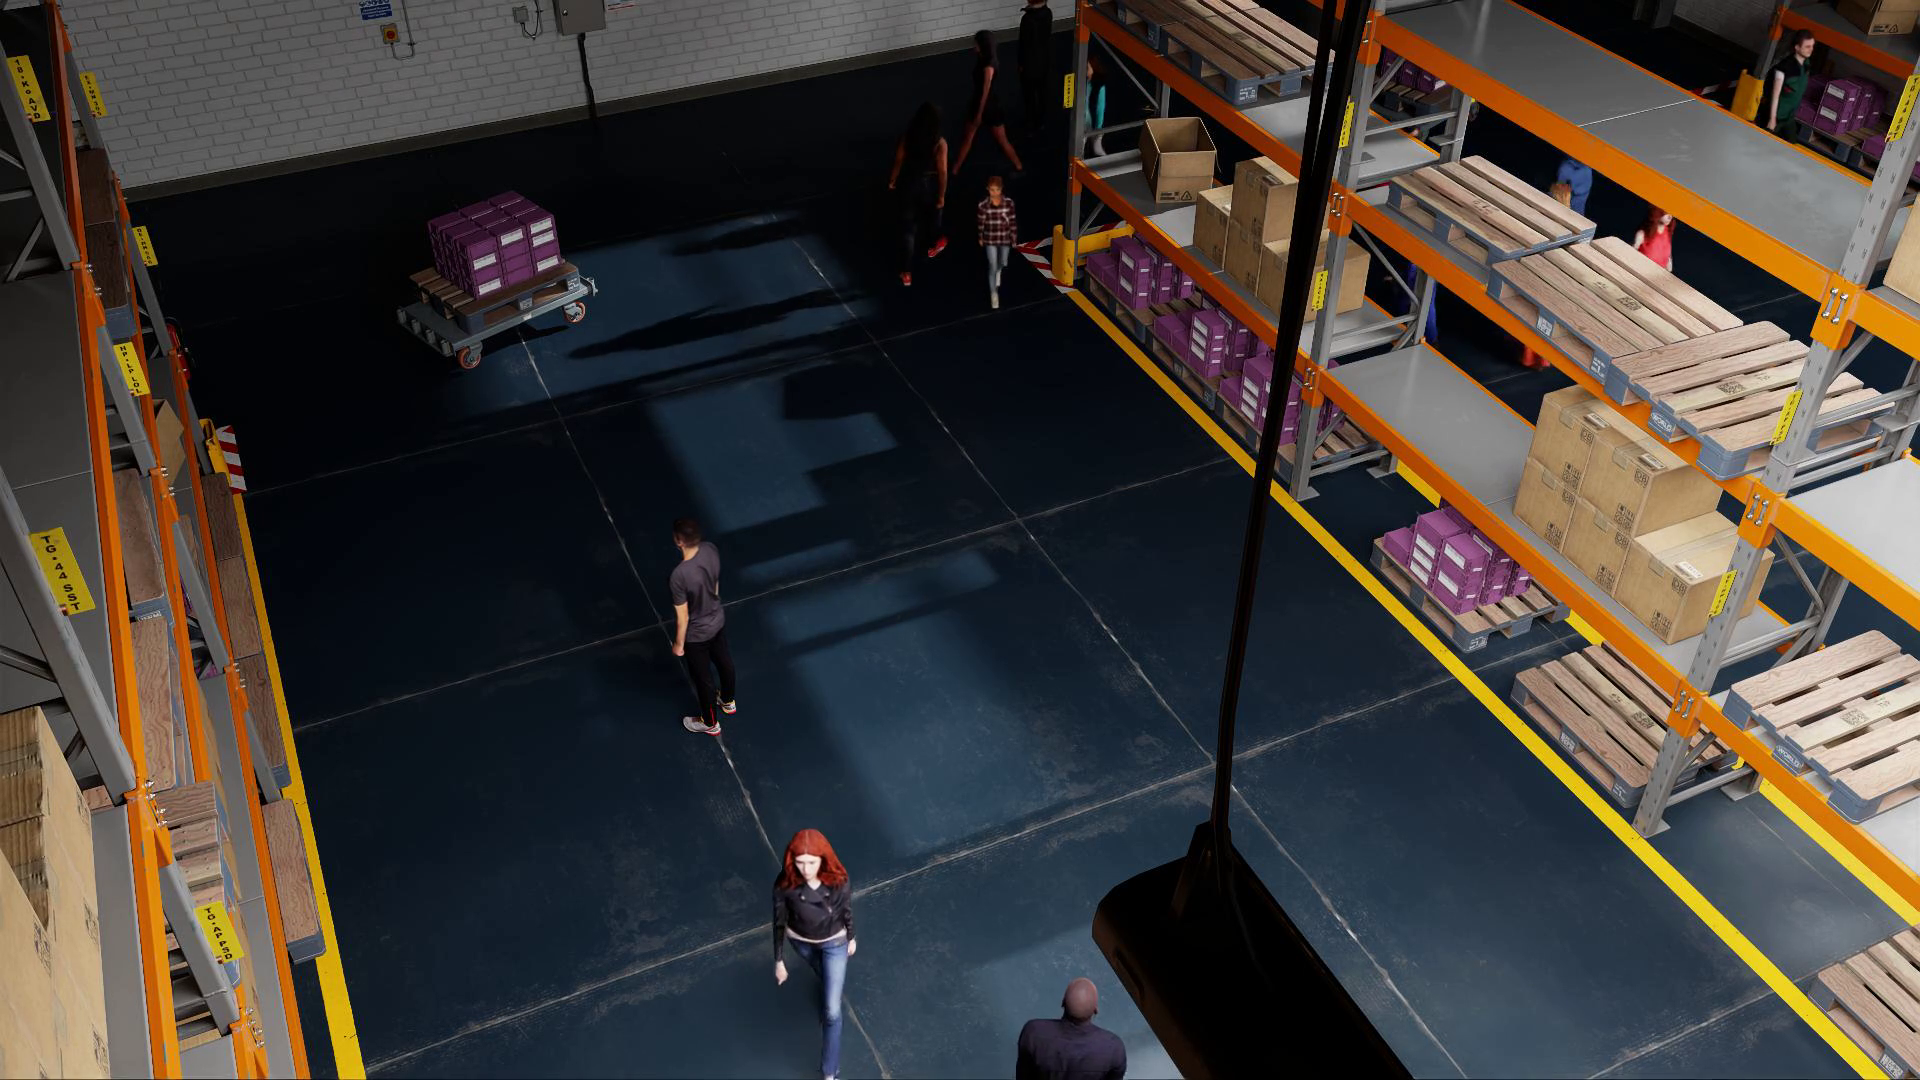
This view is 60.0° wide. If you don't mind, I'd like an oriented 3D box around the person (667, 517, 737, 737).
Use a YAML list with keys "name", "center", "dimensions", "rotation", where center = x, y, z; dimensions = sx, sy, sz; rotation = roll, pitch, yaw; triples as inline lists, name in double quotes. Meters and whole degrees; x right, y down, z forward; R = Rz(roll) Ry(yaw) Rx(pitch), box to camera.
- name: "person"
  center: [-1.738, 0.572, 11.154]
  dimensions: [0.742, 1.763, 0.716]
  rotation: [18, 42, 21]

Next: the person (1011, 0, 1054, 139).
- name: "person"
  center: [0.839, -5.394, 18.610]
  dimensions: [0.737, 1.780, 0.715]
  rotation: [30, 47, 32]

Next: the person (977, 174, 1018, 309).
- name: "person"
  center: [0.354, -2.922, 15.907]
  dimensions: [0.689, 1.291, 0.930]
  rotation: [-5, 39, -7]

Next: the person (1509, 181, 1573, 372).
- name: "person"
  center: [5.224, -2.285, 14.715]
  dimensions: [0.687, 1.784, 0.822]
  rotation: [-20, 43, -23]

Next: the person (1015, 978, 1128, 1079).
- name: "person"
  center: [0.497, 2.930, 8.193]
  dimensions: [0.961, 1.774, 1.061]
  rotation: [3, 39, 4]

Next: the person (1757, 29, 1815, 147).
- name: "person"
  center: [8.519, -4.487, 17.444]
  dimensions: [0.767, 1.818, 0.989]
  rotation: [-23, 44, -26]

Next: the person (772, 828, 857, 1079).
- name: "person"
  center: [-0.786, 2.172, 9.182]
  dimensions: [0.948, 1.723, 1.285]
  rotation: [-1, 39, -1]

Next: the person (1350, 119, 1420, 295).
- name: "person"
  center: [4.015, -3.208, 15.924]
  dimensions: [0.774, 1.716, 1.115]
  rotation: [-24, 44, -27]

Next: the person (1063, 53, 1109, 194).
- name: "person"
  center: [1.431, -4.451, 17.683]
  dimensions: [0.995, 1.464, 0.899]
  rotation: [27, 46, 30]

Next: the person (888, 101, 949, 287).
- name: "person"
  center: [-0.391, -3.283, 15.984]
  dimensions: [1.135, 1.760, 1.255]
  rotation: [3, 39, 3]

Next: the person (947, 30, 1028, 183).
- name: "person"
  center: [0.373, -4.528, 17.603]
  dimensions: [0.862, 1.684, 1.218]
  rotation: [-7, 39, -9]
